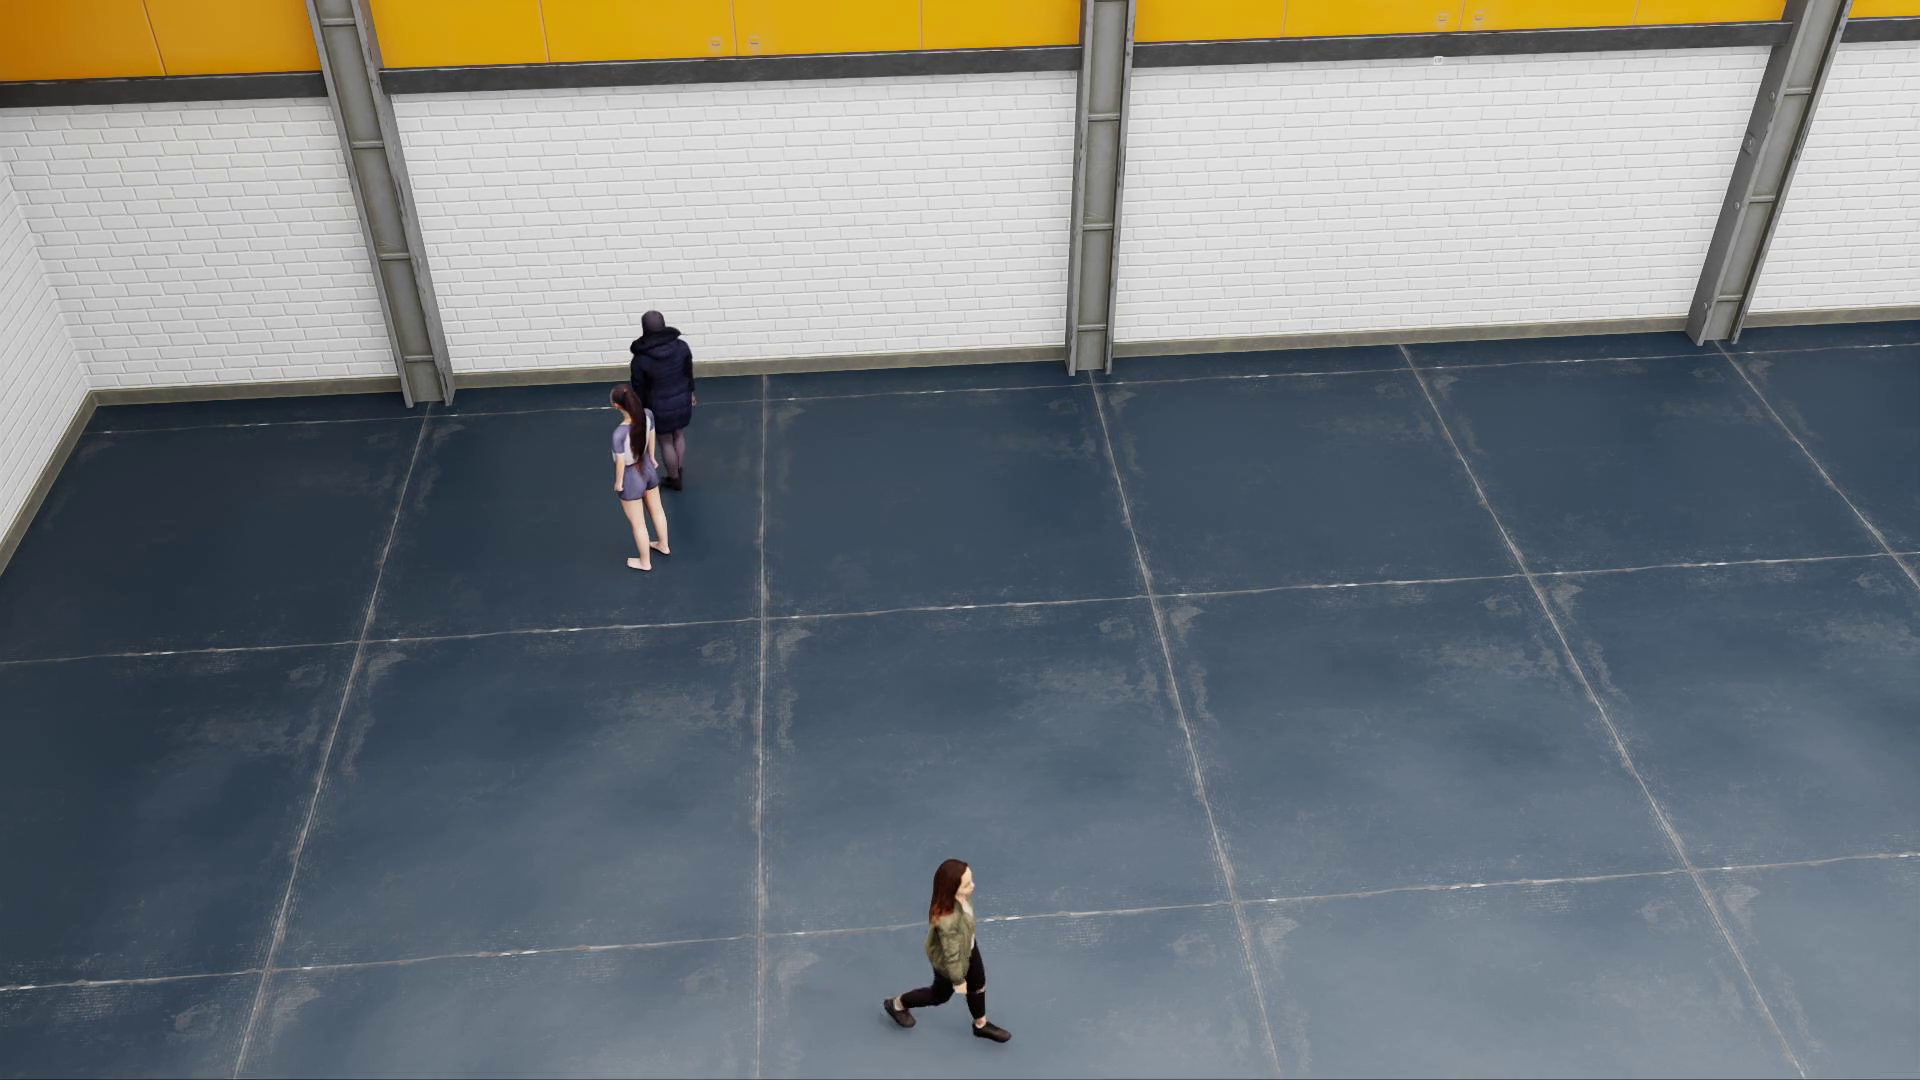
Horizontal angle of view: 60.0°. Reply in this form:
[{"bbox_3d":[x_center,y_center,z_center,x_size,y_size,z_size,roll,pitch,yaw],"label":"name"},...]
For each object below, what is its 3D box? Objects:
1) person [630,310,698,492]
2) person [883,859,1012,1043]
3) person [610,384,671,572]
[{"bbox_3d":[-2.354,-1.112,13.493,0.748,1.668,0.853,-24,44,-27],"label":"person"},{"bbox_3d":[-0.105,2.333,9.352,1.061,1.454,0.817,11,40,14],"label":"person"},{"bbox_3d":[-2.458,-0.490,12.727,0.706,1.652,0.675,21,43,24],"label":"person"}]
